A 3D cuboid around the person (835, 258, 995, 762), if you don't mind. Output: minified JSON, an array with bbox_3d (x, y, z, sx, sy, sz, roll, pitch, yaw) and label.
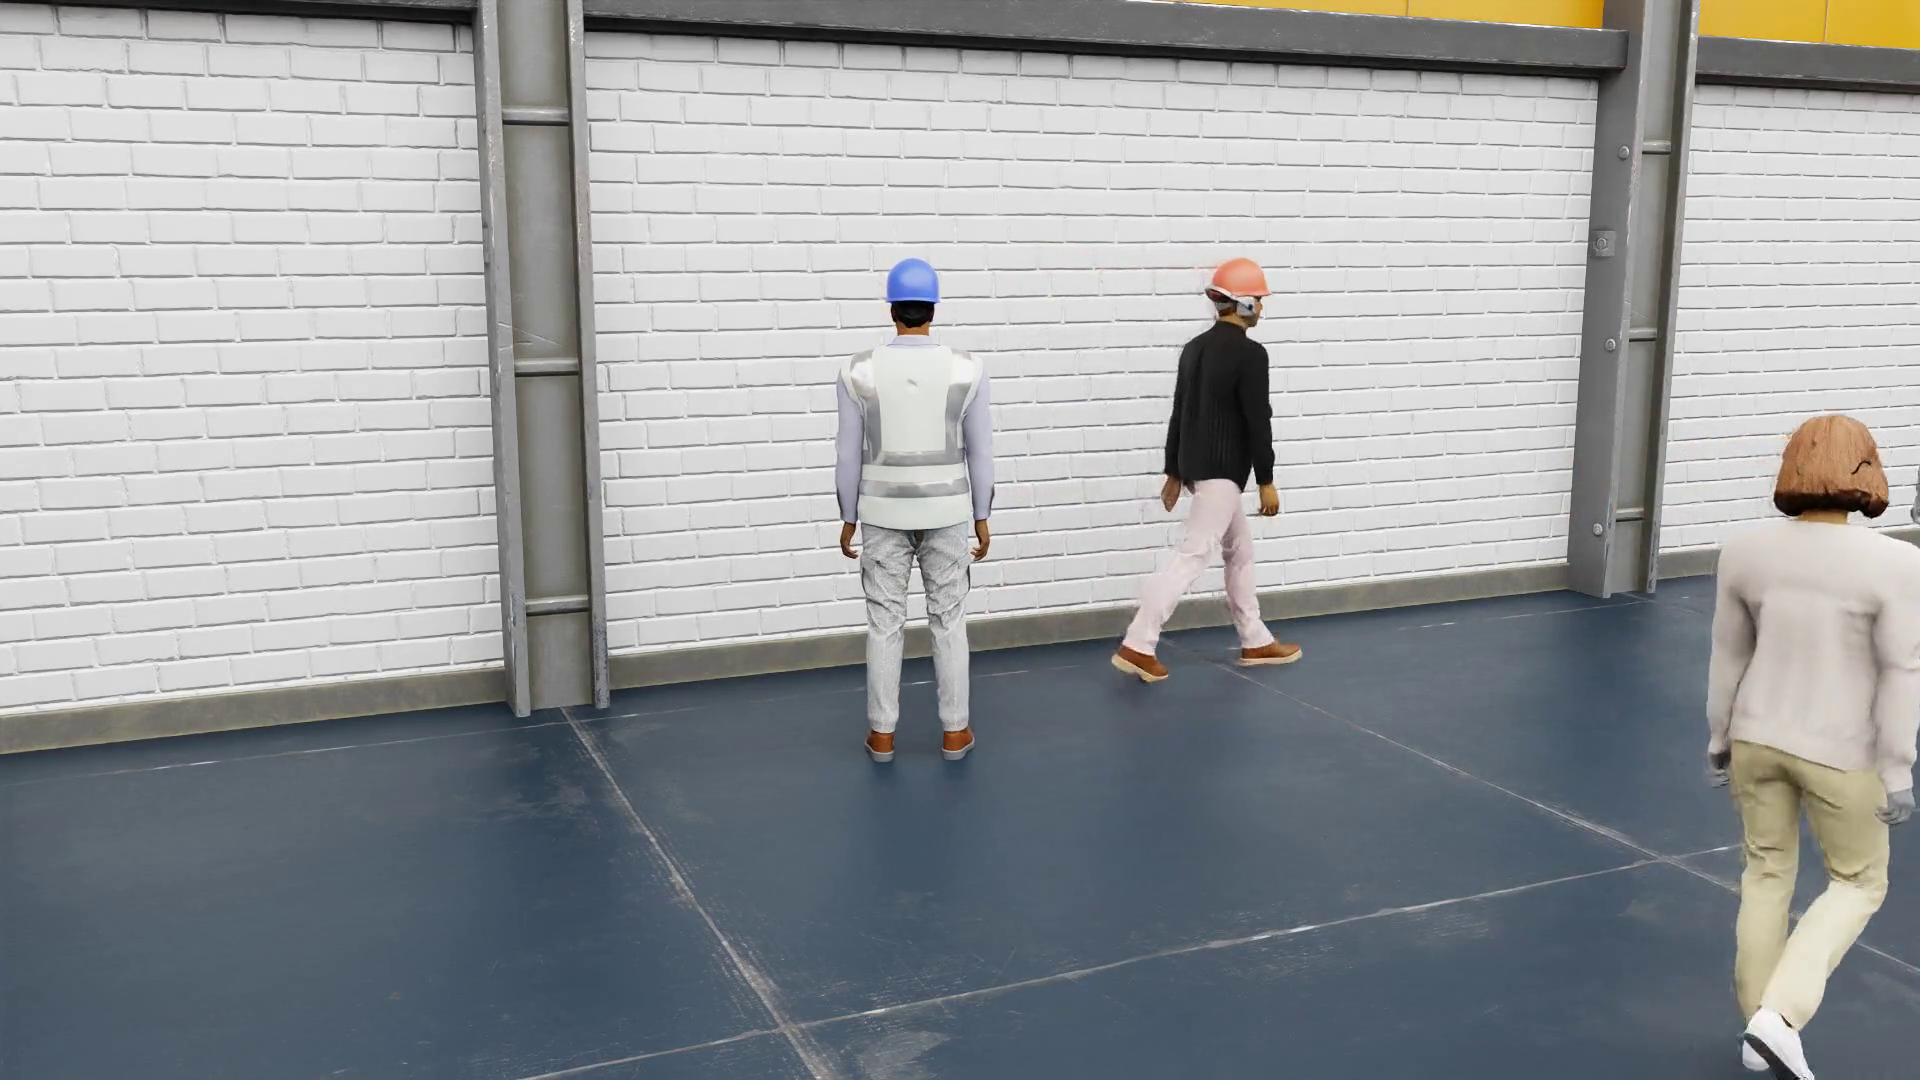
[{"bbox_3d":[-0.173,-0.104,6.432,0.614,1.944,0.396,0,10,-2],"label":"person"}]

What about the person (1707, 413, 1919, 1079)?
[{"bbox_3d":[1.971,0.512,3.938,0.428,1.619,0.512,-7,13,-35],"label":"person"}]

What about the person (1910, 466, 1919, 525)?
[{"bbox_3d":[4.686,-0.169,7.706,0.358,1.623,0.502,-4,11,-23],"label":"person"}]

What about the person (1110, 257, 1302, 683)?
[{"bbox_3d":[1.132,-0.319,7.647,1.033,1.948,0.591,-3,11,-18],"label":"person"}]
